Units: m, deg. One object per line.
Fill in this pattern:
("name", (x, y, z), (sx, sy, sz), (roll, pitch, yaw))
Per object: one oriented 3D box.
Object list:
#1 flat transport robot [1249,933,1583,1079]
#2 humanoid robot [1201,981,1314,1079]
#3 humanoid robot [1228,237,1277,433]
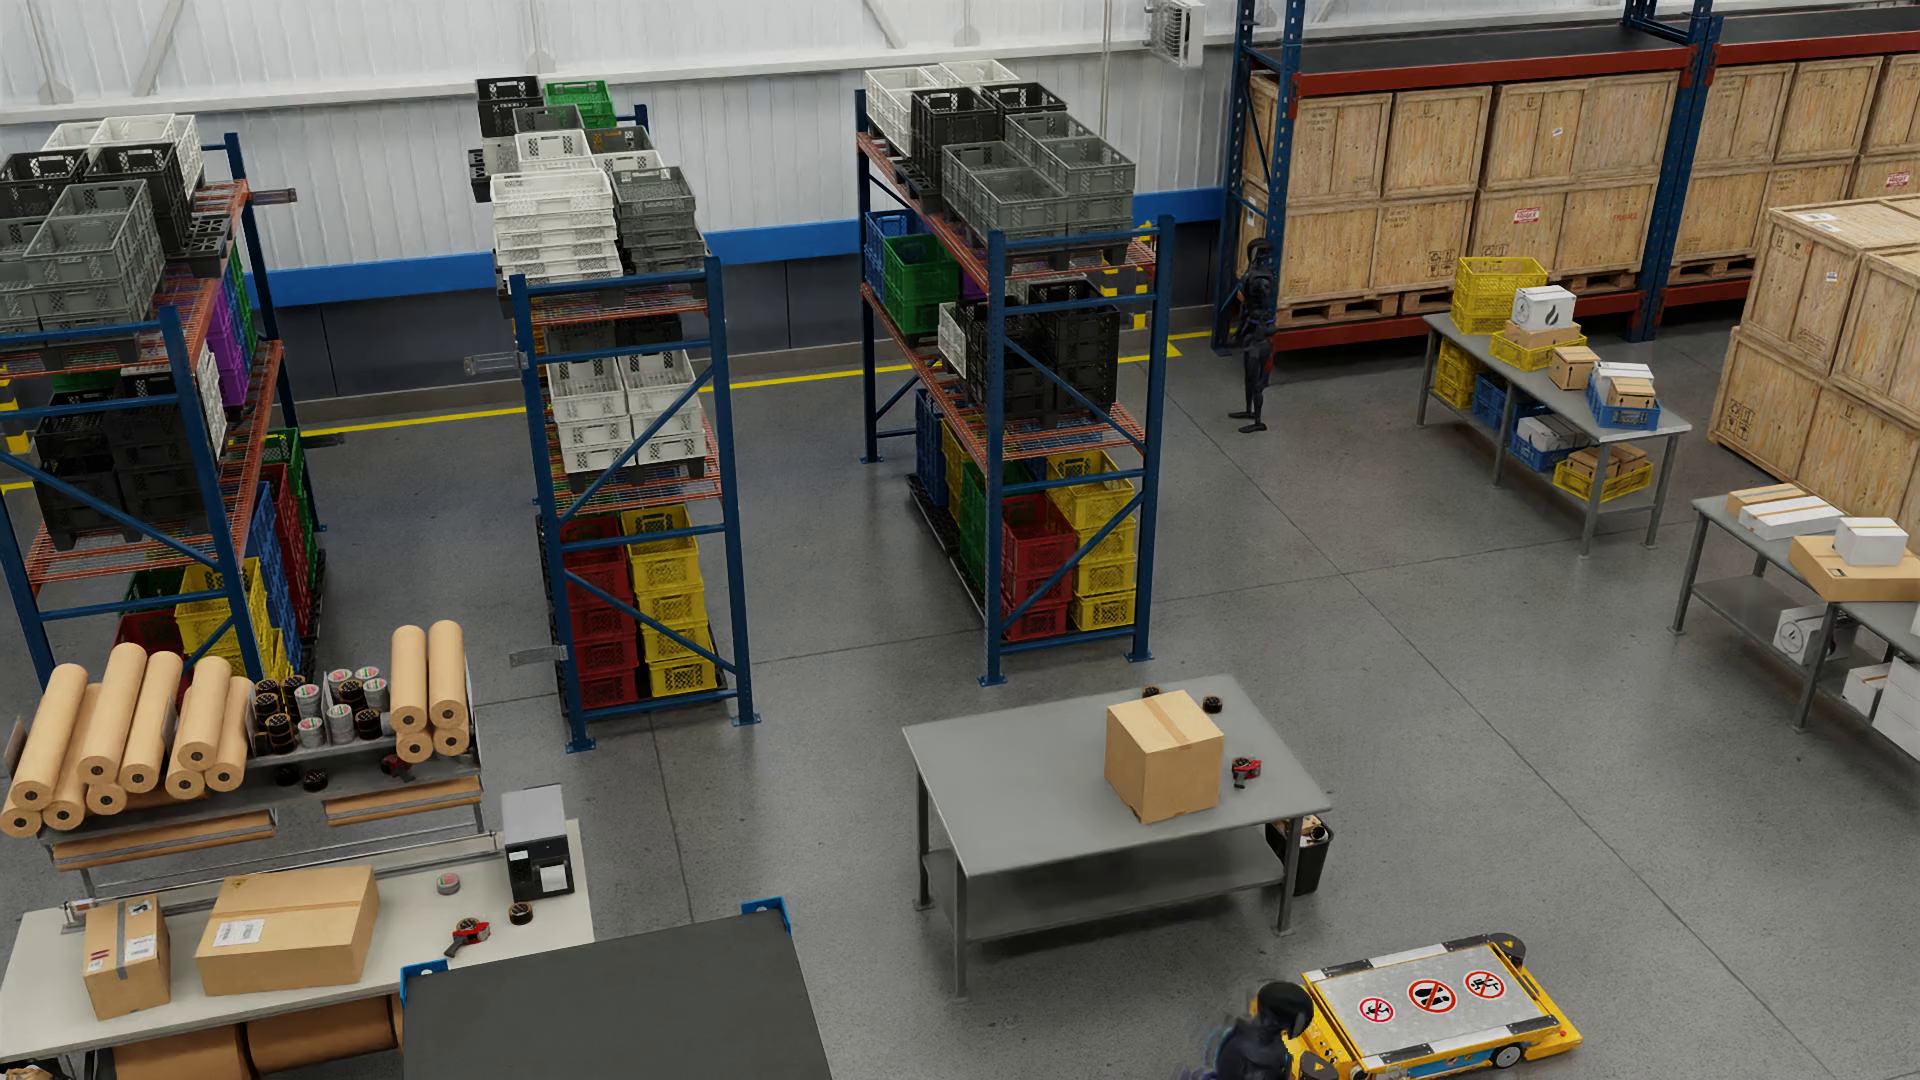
("flat transport robot", (2.184, 2.282, 7.980), (1.431, 0.197, 0.652), (-8, 30, -14))
("humanoid robot", (0.992, 2.344, 6.518), (0.795, 1.617, 0.625), (8, 30, 14))
("humanoid robot", (2.426, -1.708, 13.791), (0.331, 1.657, 0.600), (-3, 29, -6))
